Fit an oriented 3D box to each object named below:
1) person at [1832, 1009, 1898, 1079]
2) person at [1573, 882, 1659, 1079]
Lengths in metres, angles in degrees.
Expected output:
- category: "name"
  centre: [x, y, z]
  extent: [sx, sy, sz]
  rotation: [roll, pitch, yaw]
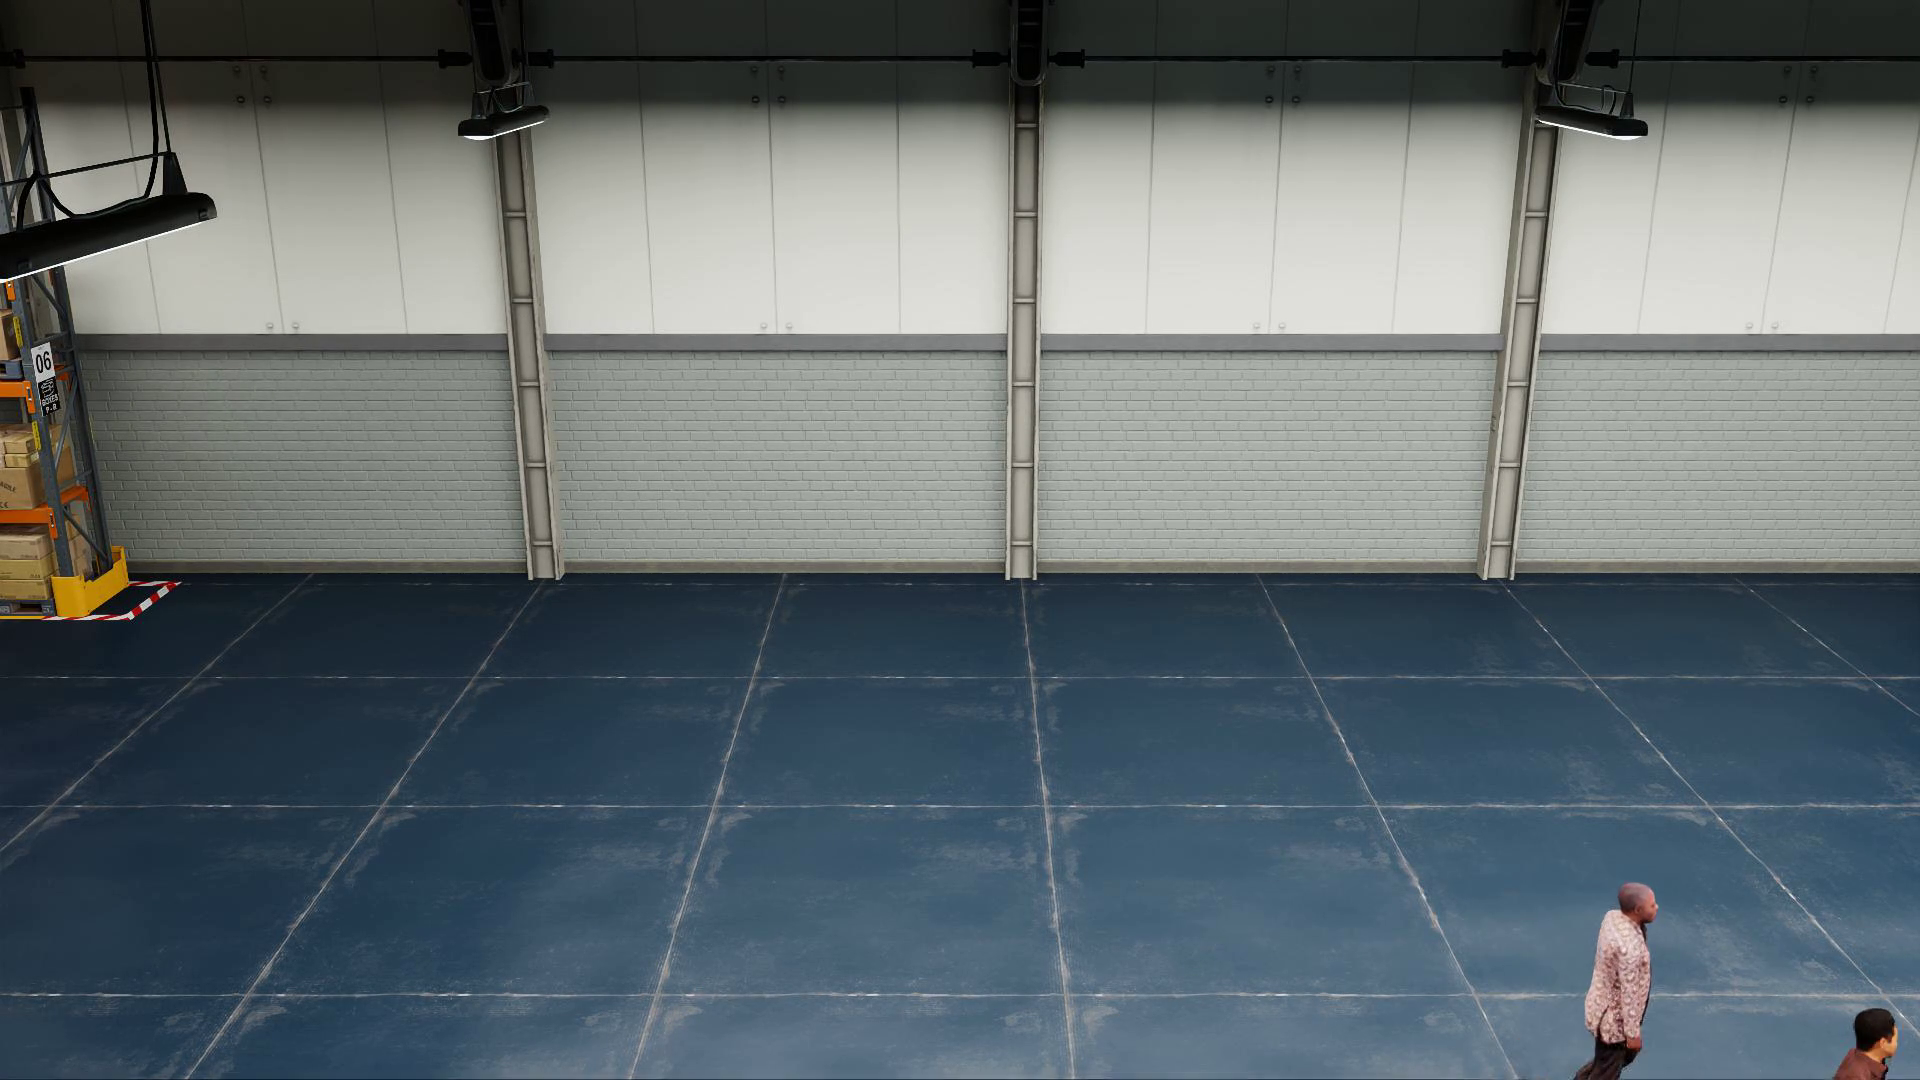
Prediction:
- category: "person"
  centre: [4.852, 3.390, 9.147]
  extent: [0.773, 1.773, 0.815]
  rotation: [13, 22, 34]
- category: "person"
  centre: [4.016, 2.958, 10.444]
  extent: [0.753, 1.791, 0.761]
  rotation: [4, 19, 13]
